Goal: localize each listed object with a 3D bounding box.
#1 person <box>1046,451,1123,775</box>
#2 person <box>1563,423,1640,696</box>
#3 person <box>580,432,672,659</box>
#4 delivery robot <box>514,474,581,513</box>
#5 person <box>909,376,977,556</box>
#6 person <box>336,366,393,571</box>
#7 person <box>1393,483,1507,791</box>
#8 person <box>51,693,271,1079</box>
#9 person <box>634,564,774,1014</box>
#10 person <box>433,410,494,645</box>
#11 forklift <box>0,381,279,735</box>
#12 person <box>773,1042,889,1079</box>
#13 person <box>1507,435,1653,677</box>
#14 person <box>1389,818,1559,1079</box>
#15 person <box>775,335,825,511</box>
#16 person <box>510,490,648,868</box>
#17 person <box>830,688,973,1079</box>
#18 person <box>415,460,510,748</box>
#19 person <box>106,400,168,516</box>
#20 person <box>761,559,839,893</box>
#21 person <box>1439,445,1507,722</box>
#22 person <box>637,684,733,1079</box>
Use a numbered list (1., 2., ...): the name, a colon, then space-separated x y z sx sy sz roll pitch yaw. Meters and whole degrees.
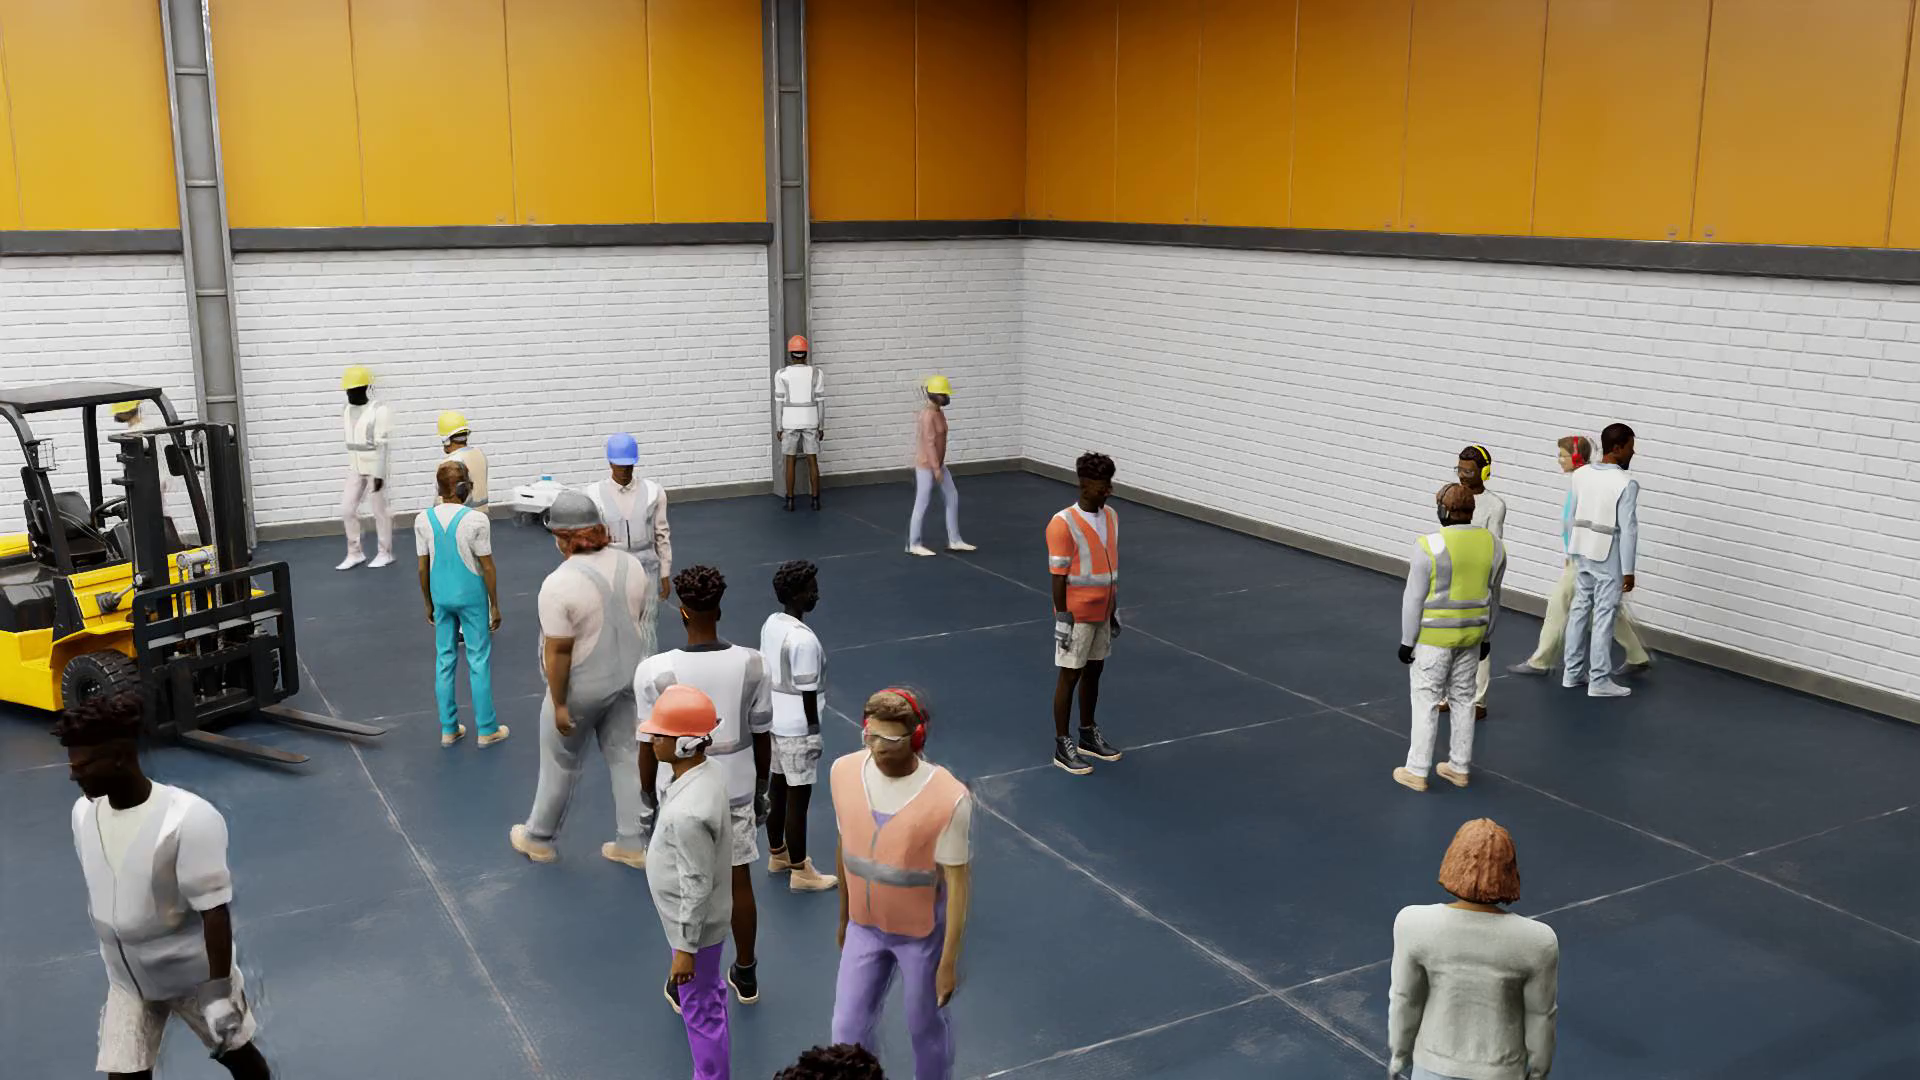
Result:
1. person: 0.776 0.428 10.140 0.368 1.962 0.603 10 16 39
2. person: 4.471 0.136 11.622 0.369 1.913 0.597 -5 13 -21
3. person: -2.227 0.238 11.103 0.615 1.939 0.416 -5 13 -21
4. delivery robot: -4.295 -0.441 17.314 0.707 0.478 0.477 6 14 28
5. person: -0.164 -0.689 15.891 0.741 1.741 0.541 4 13 18
6. person: -5.513 -0.647 15.315 0.585 1.902 0.681 5 13 23
7. person: 2.874 0.571 9.794 0.636 1.830 0.429 -4 13 -19
8. person: -2.638 1.439 5.543 0.699 1.901 1.018 2 12 11
9. person: -1.089 1.071 7.153 0.598 1.958 0.372 -5 13 -24
10. person: -3.866 -0.096 12.910 0.403 1.827 0.597 2 12 11
11. forklift: -5.853 0.085 11.199 2.313 2.155 1.214 7 14 28
12. person: -0.243 1.891 3.290 0.600 1.960 0.374 1 12 4
13. person: 4.543 0.138 11.951 0.978 1.784 0.601 5 13 22
14. person: 1.584 1.651 5.185 0.497 1.633 0.283 4 13 19
15. person: -1.752 -1.275 18.222 0.541 1.928 0.399 -2 12 -8
16. person: -1.982 0.702 8.672 0.726 2.000 0.701 9 15 37
17. person: -0.276 1.422 5.813 0.582 1.815 0.780 6 14 28
18. person: -3.156 0.410 10.517 0.505 1.839 0.344 2 12 8
19. person: -7.351 -0.499 15.033 0.531 1.719 0.553 -4 13 -16
20. person: -0.838 0.929 8.412 0.322 1.699 0.535 -6 13 -27
21. person: 3.374 0.289 11.043 0.333 1.860 0.509 -5 13 -23
22. person: -1.001 1.380 6.161 0.323 1.755 0.563 -1 12 -6
